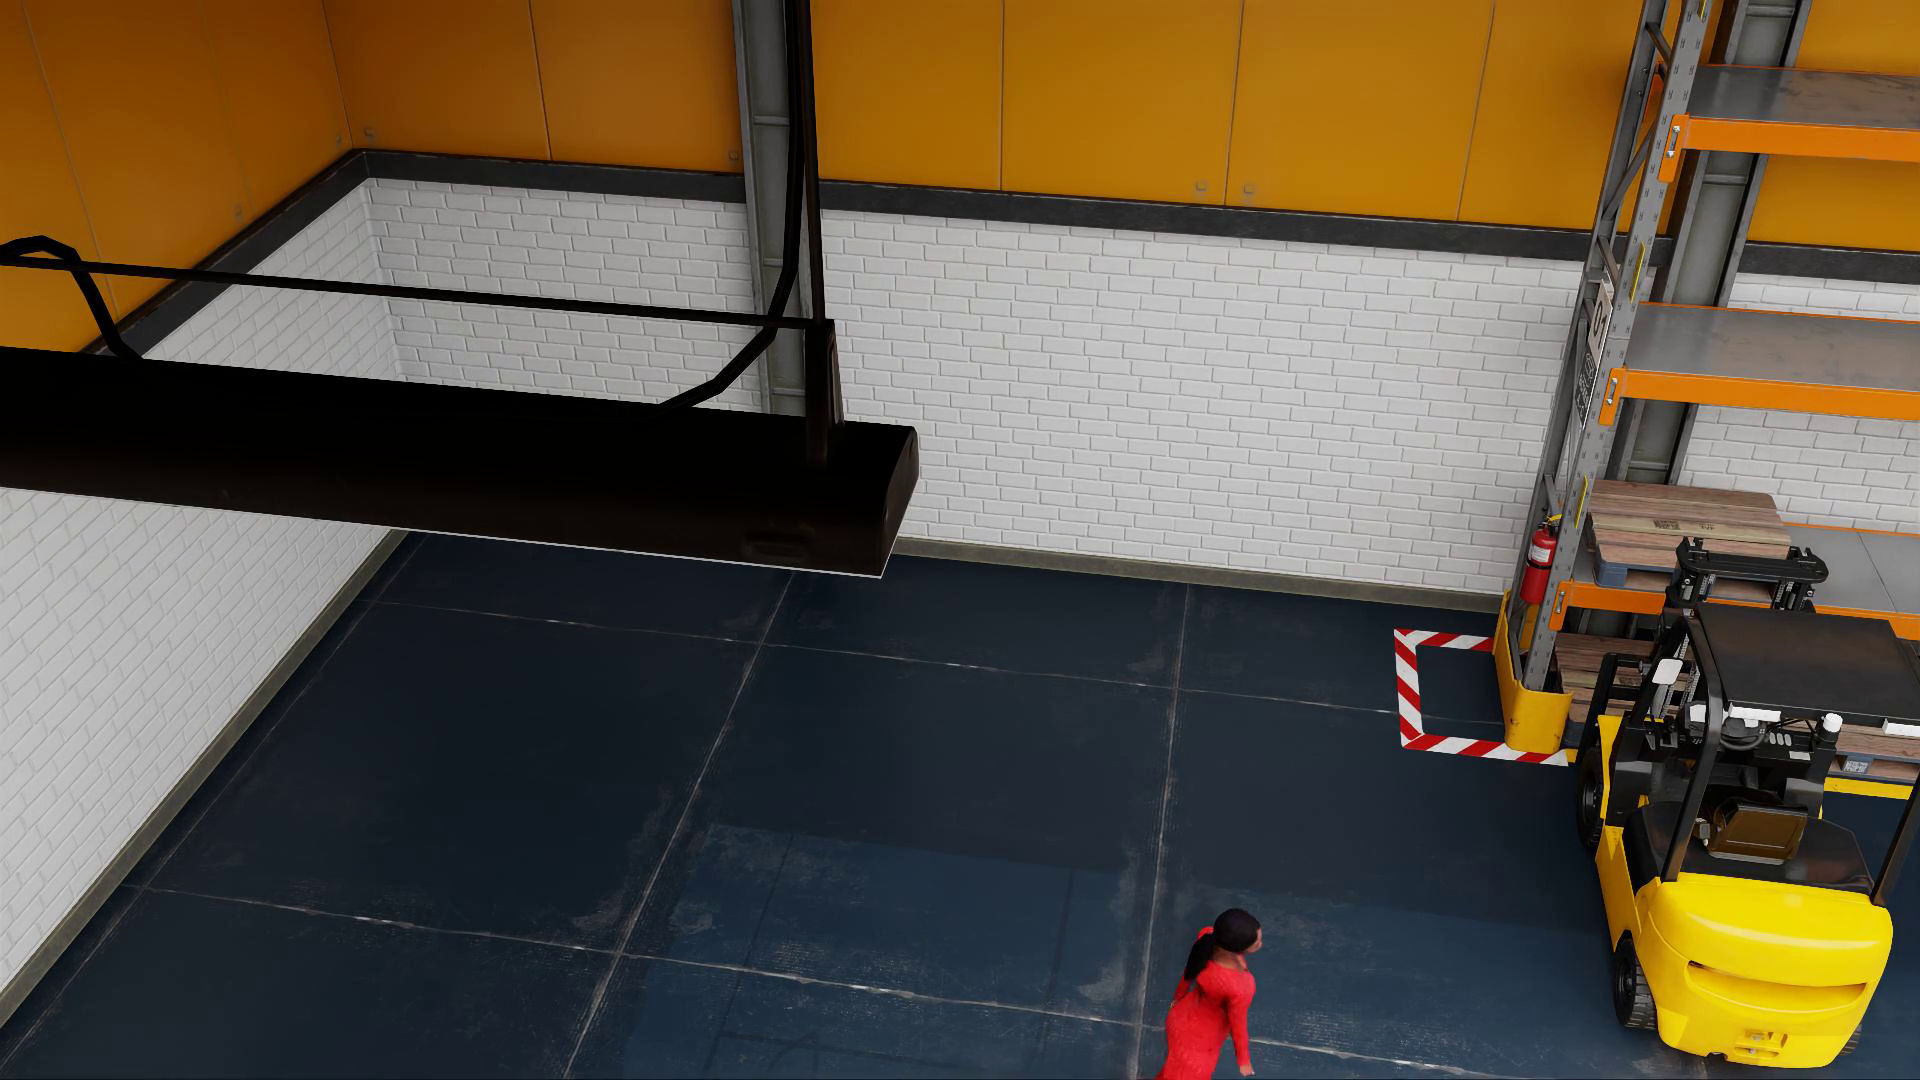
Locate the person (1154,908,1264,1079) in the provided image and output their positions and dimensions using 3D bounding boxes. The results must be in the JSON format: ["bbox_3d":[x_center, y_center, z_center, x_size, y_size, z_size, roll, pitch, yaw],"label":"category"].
[{"bbox_3d":[1.089,2.386,8.010,0.890,1.752,0.870,-14,36,-20],"label":"person"}]
